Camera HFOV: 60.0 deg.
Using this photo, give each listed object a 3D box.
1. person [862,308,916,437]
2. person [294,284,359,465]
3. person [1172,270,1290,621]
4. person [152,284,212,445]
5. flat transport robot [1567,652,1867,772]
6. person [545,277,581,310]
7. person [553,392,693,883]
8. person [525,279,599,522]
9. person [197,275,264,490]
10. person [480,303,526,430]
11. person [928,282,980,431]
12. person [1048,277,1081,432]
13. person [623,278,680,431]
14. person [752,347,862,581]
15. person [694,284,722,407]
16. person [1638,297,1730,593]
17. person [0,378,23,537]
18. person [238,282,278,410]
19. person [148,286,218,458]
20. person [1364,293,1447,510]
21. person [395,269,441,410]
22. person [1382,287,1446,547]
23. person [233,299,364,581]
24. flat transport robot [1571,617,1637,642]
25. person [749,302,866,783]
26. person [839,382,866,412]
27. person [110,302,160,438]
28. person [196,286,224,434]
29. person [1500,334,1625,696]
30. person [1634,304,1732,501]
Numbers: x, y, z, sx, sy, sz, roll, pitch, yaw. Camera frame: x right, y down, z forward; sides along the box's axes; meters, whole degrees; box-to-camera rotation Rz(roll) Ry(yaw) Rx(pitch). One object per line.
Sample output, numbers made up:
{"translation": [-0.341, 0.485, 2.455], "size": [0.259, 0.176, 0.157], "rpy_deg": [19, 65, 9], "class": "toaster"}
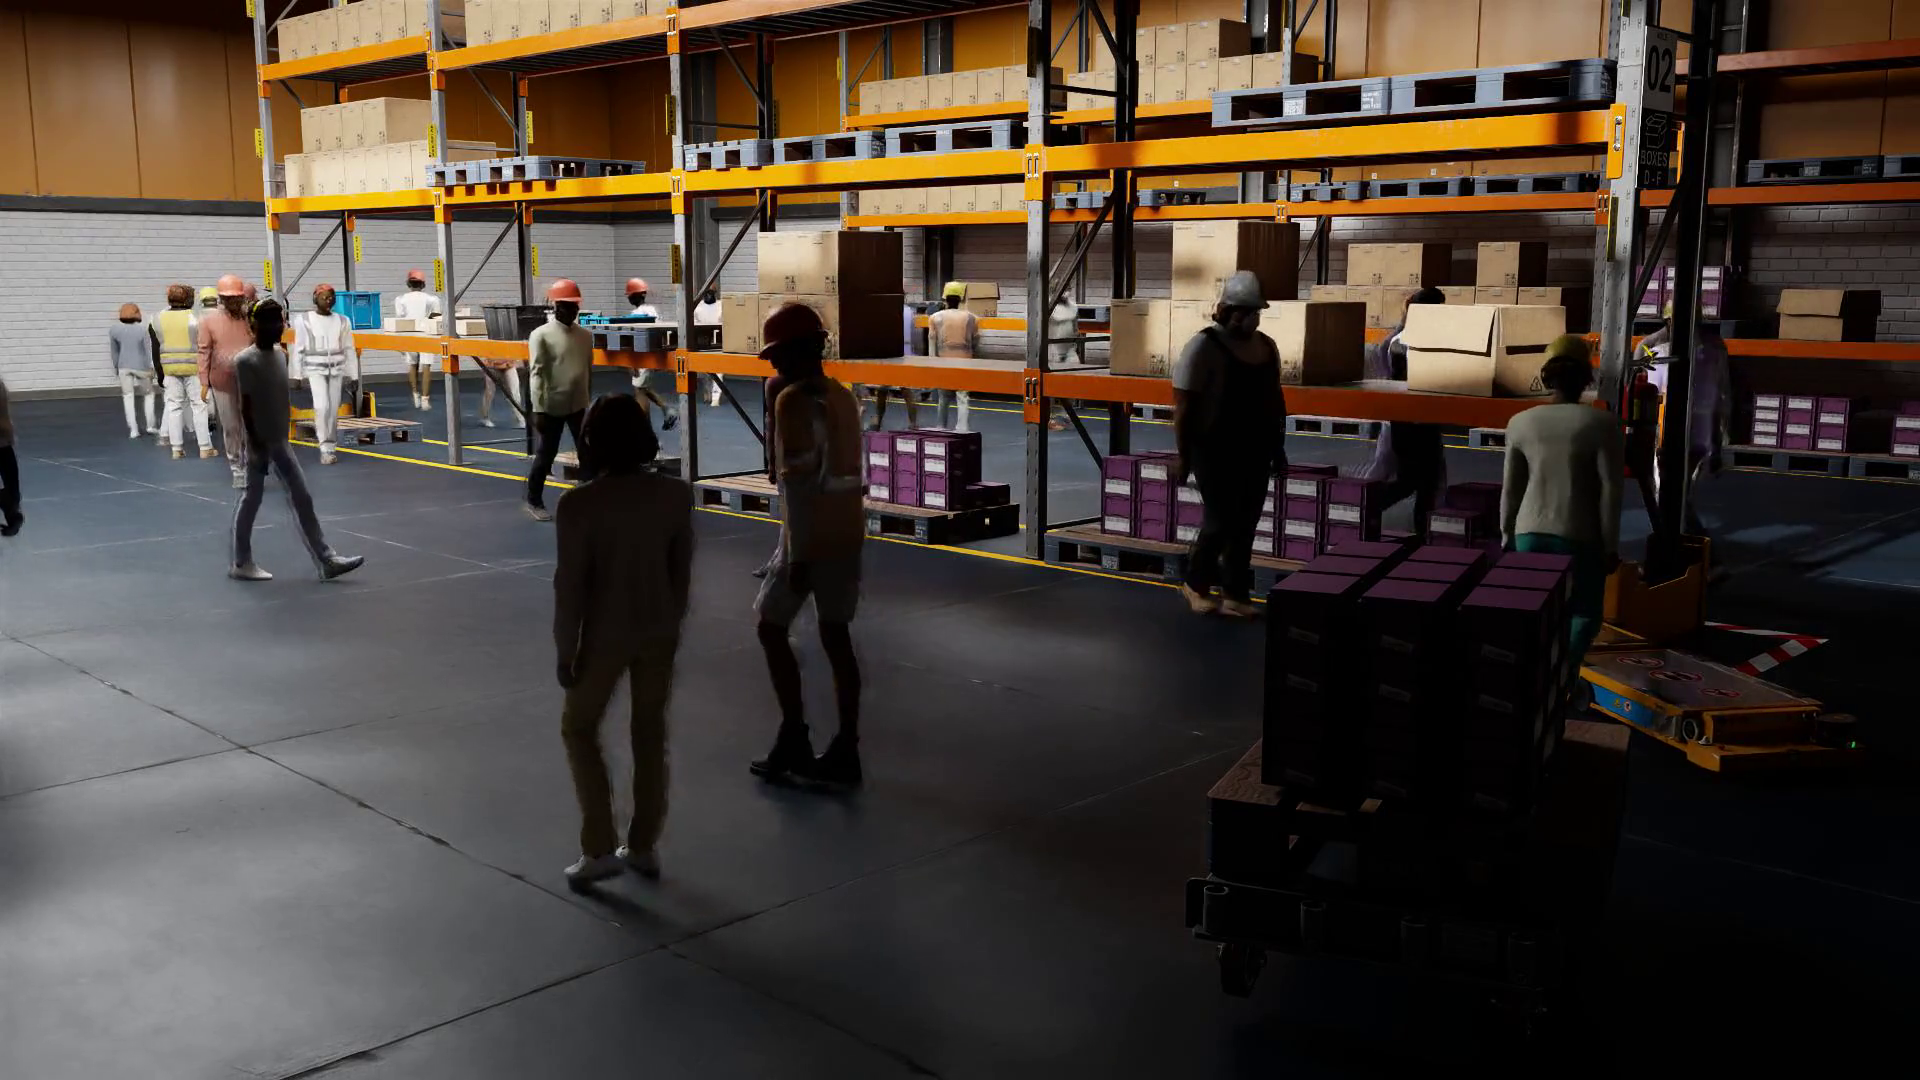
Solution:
{"translation": [-0.811, -2.108, 19.575], "size": [0.568, 1.890, 0.932], "rpy_deg": [-8, 12, -41], "class": "person"}
{"translation": [-6.508, -1.701, 17.171], "size": [0.614, 1.861, 0.681], "rpy_deg": [-7, 12, -38], "class": "person"}
{"translation": [1.572, -0.530, 9.461], "size": [0.716, 2.000, 0.538], "rpy_deg": [-7, 11, -36], "class": "person"}
{"translation": [-9.000, -2.037, 19.311], "size": [0.562, 1.830, 0.955], "rpy_deg": [4, 10, 24], "class": "person"}
{"translation": [3.188, 0.707, 7.286], "size": [0.652, 0.197, 1.431], "rpy_deg": [-2, 9, -10], "class": "flat transport robot"}
{"translation": [-7.094, -3.812, 30.135], "size": [0.646, 1.867, 0.950], "rpy_deg": [3, 10, 19], "class": "person"}
{"translation": [-1.109, 0.328, 5.465], "size": [0.522, 1.631, 0.351], "rpy_deg": [-7, 12, -38], "class": "person"}
{"translation": [-3.125, -1.071, 13.063], "size": [1.031, 1.950, 0.630], "rpy_deg": [9, 13, 43], "class": "person"}
{"translation": [-6.552, -1.401, 15.059], "size": [0.615, 1.949, 0.958], "rpy_deg": [-4, 10, -23], "class": "person"}
{"translation": [-5.815, -2.200, 21.071], "size": [0.876, 1.591, 0.522], "rpy_deg": [7, 12, 37], "class": "person"}
{"translation": [-0.071, -2.008, 19.042], "size": [0.610, 1.870, 1.009], "rpy_deg": [-1, 9, -7], "class": "person"}
{"translation": [1.275, -2.286, 20.590], "size": [0.667, 1.917, 0.602], "rpy_deg": [-8, 12, -39], "class": "person"}
{"translation": [-3.736, -2.163, 19.860], "size": [0.568, 1.914, 0.566], "rpy_deg": [2, 10, 13], "class": "person"}
{"translation": [-0.964, -0.537, 10.533], "size": [0.918, 1.705, 0.550], "rpy_deg": [5, 11, 30], "class": "person"}
{"translation": [-3.687, -2.890, 24.618], "size": [0.628, 1.829, 0.559], "rpy_deg": [0, 9, 2], "class": "person"}
{"translation": [4.580, -0.597, 10.408], "size": [0.638, 1.874, 0.928], "rpy_deg": [-4, 10, -21], "class": "person"}
{"translation": [-4.703, -0.184, 7.705], "size": [0.620, 1.916, 1.006], "rpy_deg": [-5, 11, -30], "class": "person"}
{"translation": [-8.003, -1.970, 18.792], "size": [0.840, 1.881, 0.641], "rpy_deg": [9, 13, 43], "class": "person"}
{"translation": [-8.276, -1.785, 17.767], "size": [0.622, 1.845, 0.429], "rpy_deg": [-1, 9, -6], "class": "person"}
{"translation": [3.308, -0.901, 12.331], "size": [0.645, 1.864, 0.991], "rpy_deg": [-7, 11, -35], "class": "person"}
{"translation": [-7.780, -2.888, 24.018], "size": [0.631, 2.012, 0.866], "rpy_deg": [-1, 9, -8], "class": "person"}
{"translation": [3.108, -0.796, 11.514], "size": [0.610, 1.902, 0.669], "rpy_deg": [-8, 12, -41], "class": "person"}
{"translation": [-4.342, -0.617, 10.646], "size": [0.955, 1.819, 0.563], "rpy_deg": [3, 10, 17], "class": "person"}
{"translation": [2.740, 0.551, 8.244], "size": [1.431, 0.197, 0.652], "rpy_deg": [-2, 9, -10], "class": "flat transport robot"}
{"translation": [-0.589, 0.017, 6.586], "size": [0.585, 1.886, 0.600], "rpy_deg": [5, 11, 30], "class": "person"}
{"translation": [-1.602, -2.694, 23.462], "size": [0.529, 1.798, 0.848], "rpy_deg": [-6, 11, -32], "class": "person"}
{"translation": [-9.934, -2.048, 20.057], "size": [0.513, 1.618, 0.600], "rpy_deg": [-1, 9, -7], "class": "person"}
{"translation": [-9.128, -2.197, 20.380], "size": [0.625, 1.810, 0.433], "rpy_deg": [-4, 10, -23], "class": "person"}
{"translation": [2.558, -0.004, 7.157], "size": [0.550, 1.740, 0.583], "rpy_deg": [8, 12, 39], "class": "person"}
{"translation": [5.178, -0.853, 11.989], "size": [0.651, 1.874, 0.933], "rpy_deg": [1, 9, 6], "class": "person"}
